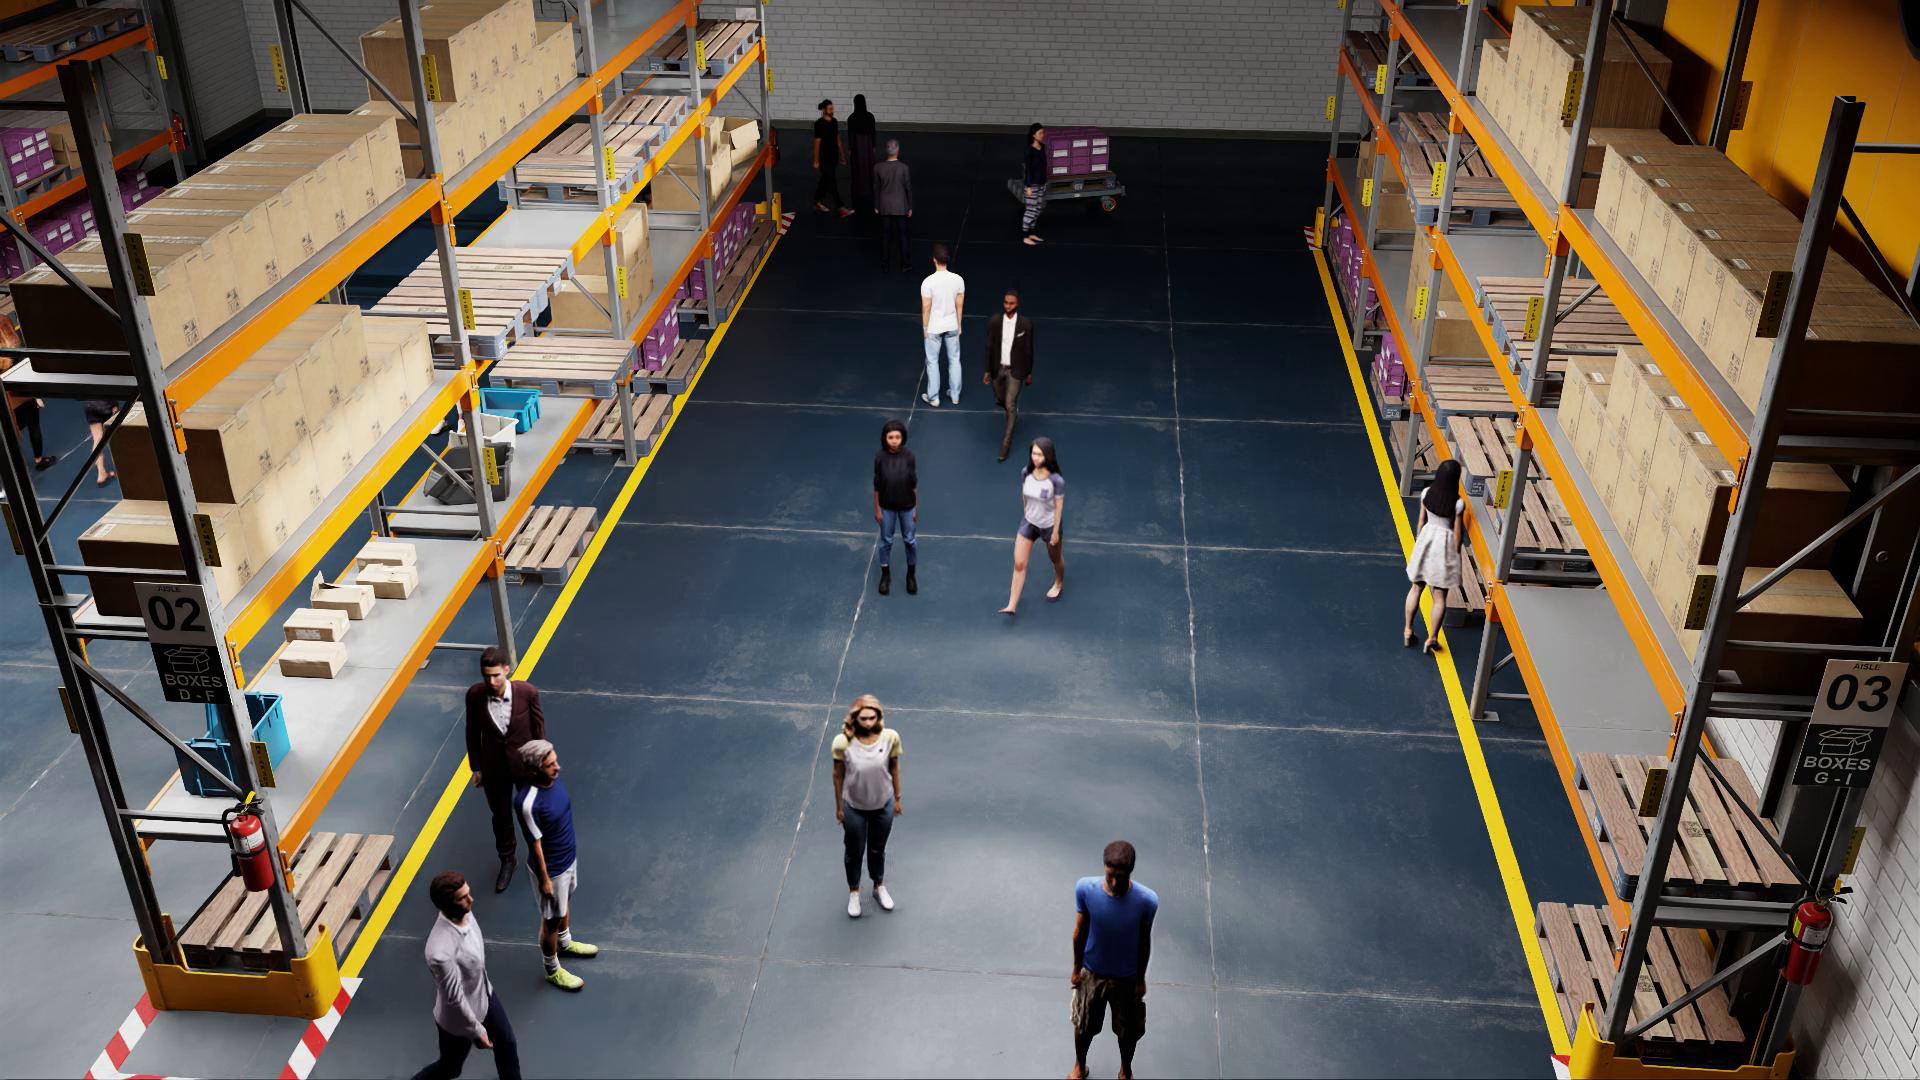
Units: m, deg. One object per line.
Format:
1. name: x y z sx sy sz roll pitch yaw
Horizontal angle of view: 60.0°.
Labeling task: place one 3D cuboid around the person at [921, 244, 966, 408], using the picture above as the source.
1. person: -0.195 -2.409 18.704 0.748 1.859 0.719 -11 30 -19

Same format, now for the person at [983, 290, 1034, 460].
1. person: 0.527 -1.816 17.706 0.843 1.774 1.187 8 30 15

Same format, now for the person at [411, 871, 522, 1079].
1. person: -2.910 2.649 9.464 0.742 1.827 1.085 3 29 5

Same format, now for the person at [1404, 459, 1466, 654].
1. person: 4.047 0.129 14.144 0.784 1.769 0.821 23 36 35

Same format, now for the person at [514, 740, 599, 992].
1. person: -2.599 2.023 10.600 0.689 1.838 0.472 3 29 5

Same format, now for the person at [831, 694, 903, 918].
1. person: -0.626 1.762 11.195 0.698 1.727 0.674 -8 30 -14

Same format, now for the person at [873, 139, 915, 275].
1. person: -0.900 -4.545 22.643 0.720 1.836 0.603 4 29 8

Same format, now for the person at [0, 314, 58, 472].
1. person: -9.767 -1.460 17.132 0.662 1.699 0.848 6 29 11

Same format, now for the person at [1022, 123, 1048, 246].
1. person: 1.058 -5.105 23.777 0.743 1.733 0.614 17 33 29

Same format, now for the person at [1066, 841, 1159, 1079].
1. person: 0.878 2.493 9.709 0.672 1.866 0.599 6 29 10

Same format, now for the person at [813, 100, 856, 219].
1. person: -2.045 -5.700 24.889 1.015 1.712 1.146 17 33 28

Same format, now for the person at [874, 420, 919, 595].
1. person: -0.570 -0.306 15.021 0.582 1.694 0.588 -2 29 -4

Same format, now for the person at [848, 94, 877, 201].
1. person: -1.515 -6.069 25.670 0.671 1.614 0.678 -6 29 -11

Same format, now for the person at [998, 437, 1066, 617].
1. person: 0.782 -0.160 14.789 0.935 1.659 1.198 16 33 27

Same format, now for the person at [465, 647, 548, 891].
1. person: -3.095 1.544 11.450 0.754 1.865 0.701 -5 29 -10
